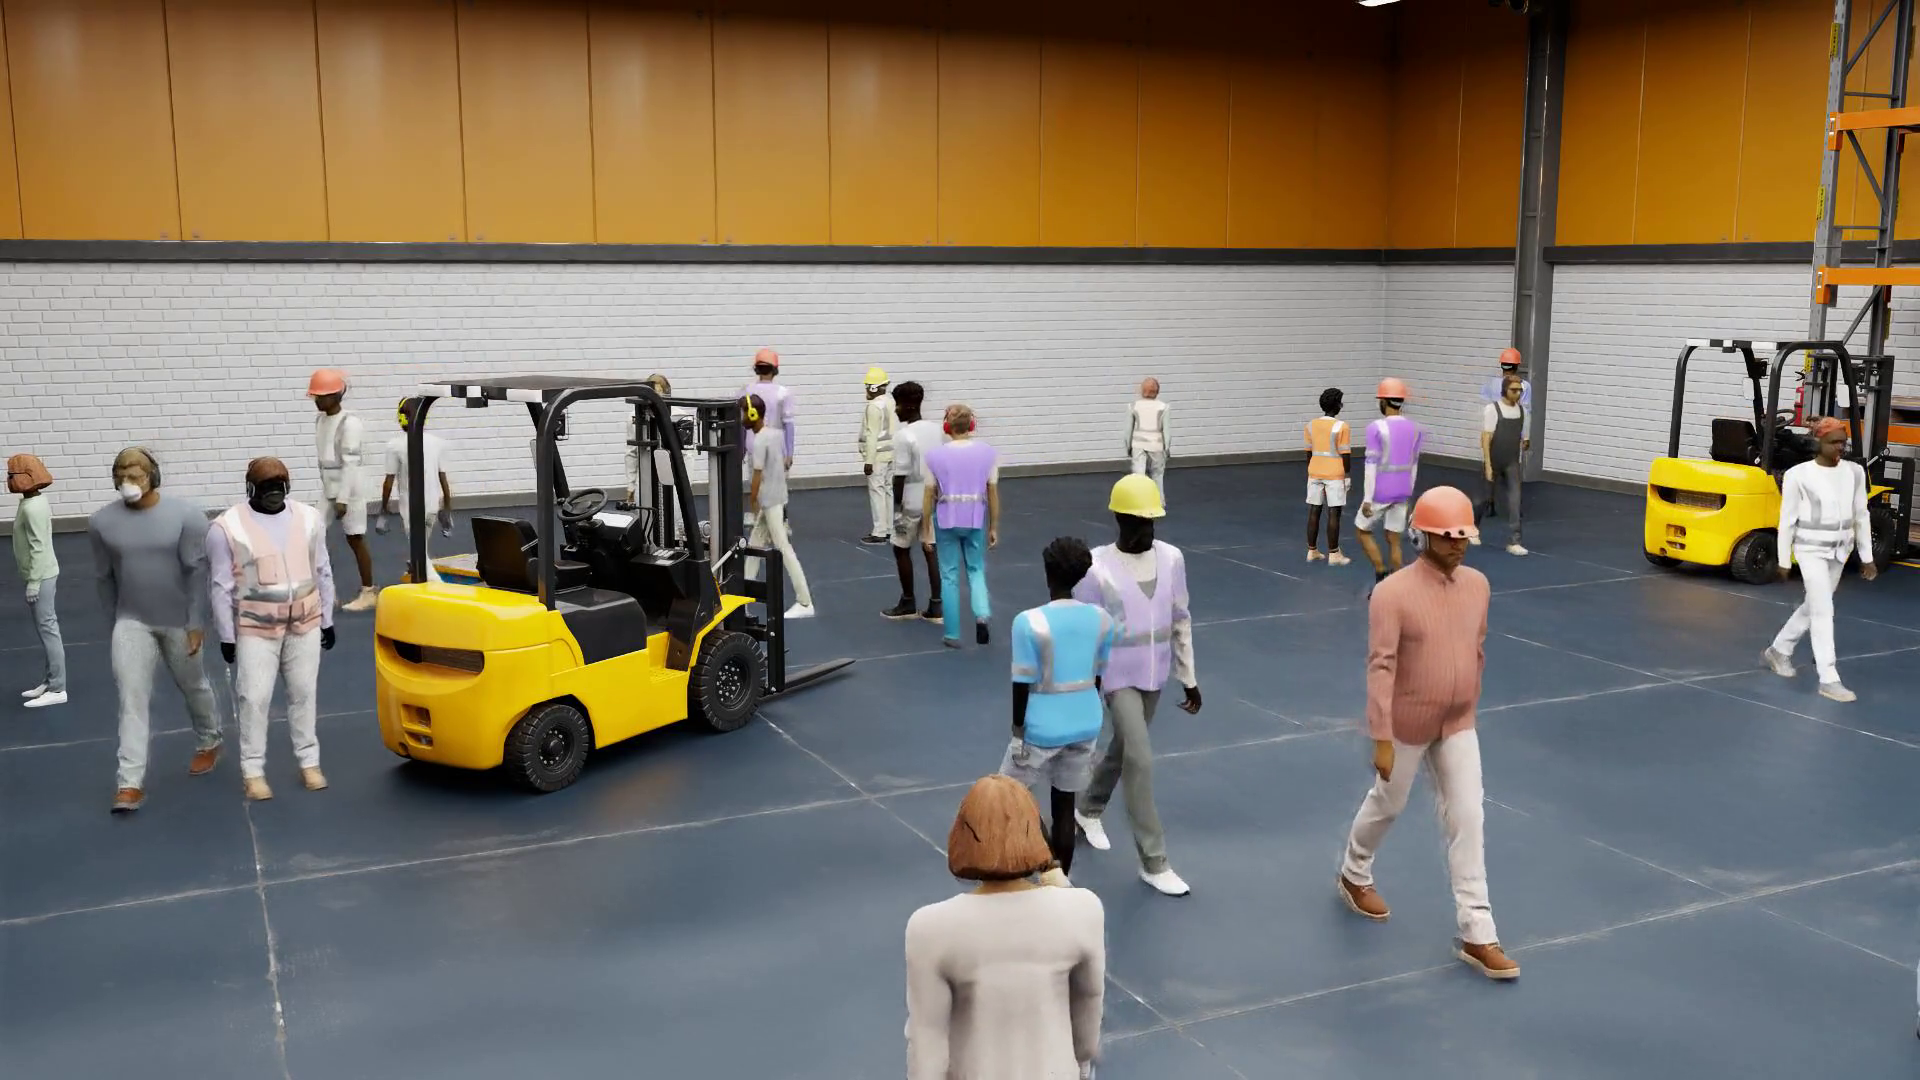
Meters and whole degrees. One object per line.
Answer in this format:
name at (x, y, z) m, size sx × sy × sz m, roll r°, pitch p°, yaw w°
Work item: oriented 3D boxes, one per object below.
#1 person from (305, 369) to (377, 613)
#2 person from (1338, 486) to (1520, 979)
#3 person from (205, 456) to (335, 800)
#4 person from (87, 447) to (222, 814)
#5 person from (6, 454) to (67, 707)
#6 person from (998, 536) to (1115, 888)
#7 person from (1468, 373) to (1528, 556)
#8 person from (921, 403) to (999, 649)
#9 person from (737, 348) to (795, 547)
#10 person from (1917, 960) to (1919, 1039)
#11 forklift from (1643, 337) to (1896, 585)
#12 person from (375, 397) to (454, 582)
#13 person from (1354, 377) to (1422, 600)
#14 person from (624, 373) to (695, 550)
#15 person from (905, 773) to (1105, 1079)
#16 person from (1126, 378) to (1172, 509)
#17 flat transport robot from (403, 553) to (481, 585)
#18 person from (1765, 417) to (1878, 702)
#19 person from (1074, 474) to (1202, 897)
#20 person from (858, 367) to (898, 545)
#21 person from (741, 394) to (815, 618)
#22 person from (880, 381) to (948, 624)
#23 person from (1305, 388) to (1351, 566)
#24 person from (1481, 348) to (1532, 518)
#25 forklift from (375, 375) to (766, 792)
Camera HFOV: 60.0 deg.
person at (-5.113, -0.377, 13.496) m, size 0.623 × 2.010 × 0.763 m, roll 7°, pitch 12°, yaw 37°
person at (1.908, 0.730, 6.874) m, size 0.640 × 1.944 × 1.039 m, roll -4°, pitch 10°, yaw -21°
person at (-3.653, 0.461, 8.889) m, size 0.623 × 1.835 × 0.432 m, roll -9°, pitch 12°, yaw -43°
person at (-4.286, 0.437, 8.887) m, size 0.632 × 1.892 × 1.037 m, roll -1°, pitch 9°, yaw -8°
person at (-5.978, 0.256, 10.759) m, size 0.286 × 1.633 × 0.499 m, roll -5°, pitch 10°, yaw -29°
person at (0.432, 0.818, 7.137) m, size 0.526 × 1.672 × 0.405 m, roll -6°, pitch 11°, yaw -32°
person at (5.404, -0.781, 16.686) m, size 0.510 × 1.808 × 0.923 m, roll -2°, pitch 9°, yaw -12°
person at (0.004, -0.089, 12.265) m, size 0.569 × 1.831 × 0.458 m, roll -2°, pitch 9°, yaw -14°
person at (-1.979, -0.959, 17.135) m, size 0.611 × 2.016 × 0.831 m, roll 0°, pitch 9°, yaw 2°
person at (3.686, 0.981, 5.854) m, size 0.533 × 1.765 × 0.330 m, roll 0°, pitch 9°, yaw -1°
forklift at (7.551, -0.789, 15.507) m, size 2.313 × 2.155 × 1.214 m, roll -4°, pitch 10°, yaw -25°
person at (-4.227, -0.207, 13.056) m, size 0.941 × 1.832 × 0.528 m, roll 7°, pitch 12°, yaw 39°
person at (3.578, -0.401, 13.944) m, size 0.564 × 1.917 × 0.410 m, roll -4°, pitch 10°, yaw -24°
person at (-2.567, -0.450, 14.190) m, size 0.631 × 1.940 × 0.372 m, roll 2°, pitch 9°, yaw 13°
person at (0.103, 1.348, 4.112) m, size 0.505 × 1.596 × 0.837 m, roll -1°, pitch 9°, yaw -8°
person at (2.150, -1.036, 18.908) m, size 0.538 × 1.590 × 0.880 m, roll 2°, pitch 9°, yaw 15°
flat transport robot at (-4.208, 0.297, 14.718) m, size 1.431 × 0.197 × 0.652 m, roll 6°, pitch 11°, yaw 34°
person at (5.754, 0.088, 11.173) m, size 0.586 × 1.853 × 0.949 m, roll -2°, pitch 9°, yaw -13°
person at (0.779, 0.616, 7.763) m, size 0.592 × 1.890 × 0.973 m, roll -6°, pitch 11°, yaw -33°
person at (-0.843, -0.863, 17.126) m, size 0.403 × 1.827 × 0.596 m, roll 3°, pitch 10°, yaw 17°
person at (-1.625, -0.264, 13.421) m, size 0.948 × 1.811 × 0.618 m, roll 0°, pitch 9°, yaw -1°
person at (-0.328, -0.300, 13.262) m, size 0.584 × 1.937 × 0.725 m, roll 9°, pitch 13°, yaw 44°
person at (3.524, -0.604, 15.901) m, size 0.318 × 1.697 × 0.535 m, roll -7°, pitch 12°, yaw -38°
person at (6.218, -1.215, 18.944) m, size 0.553 × 1.935 × 0.361 m, roll 5°, pitch 11°, yaw 30°
forklift at (-2.268, 0.149, 9.685) m, size 1.214 × 2.155 × 2.313 m, roll 6°, pitch 11°, yaw 32°
